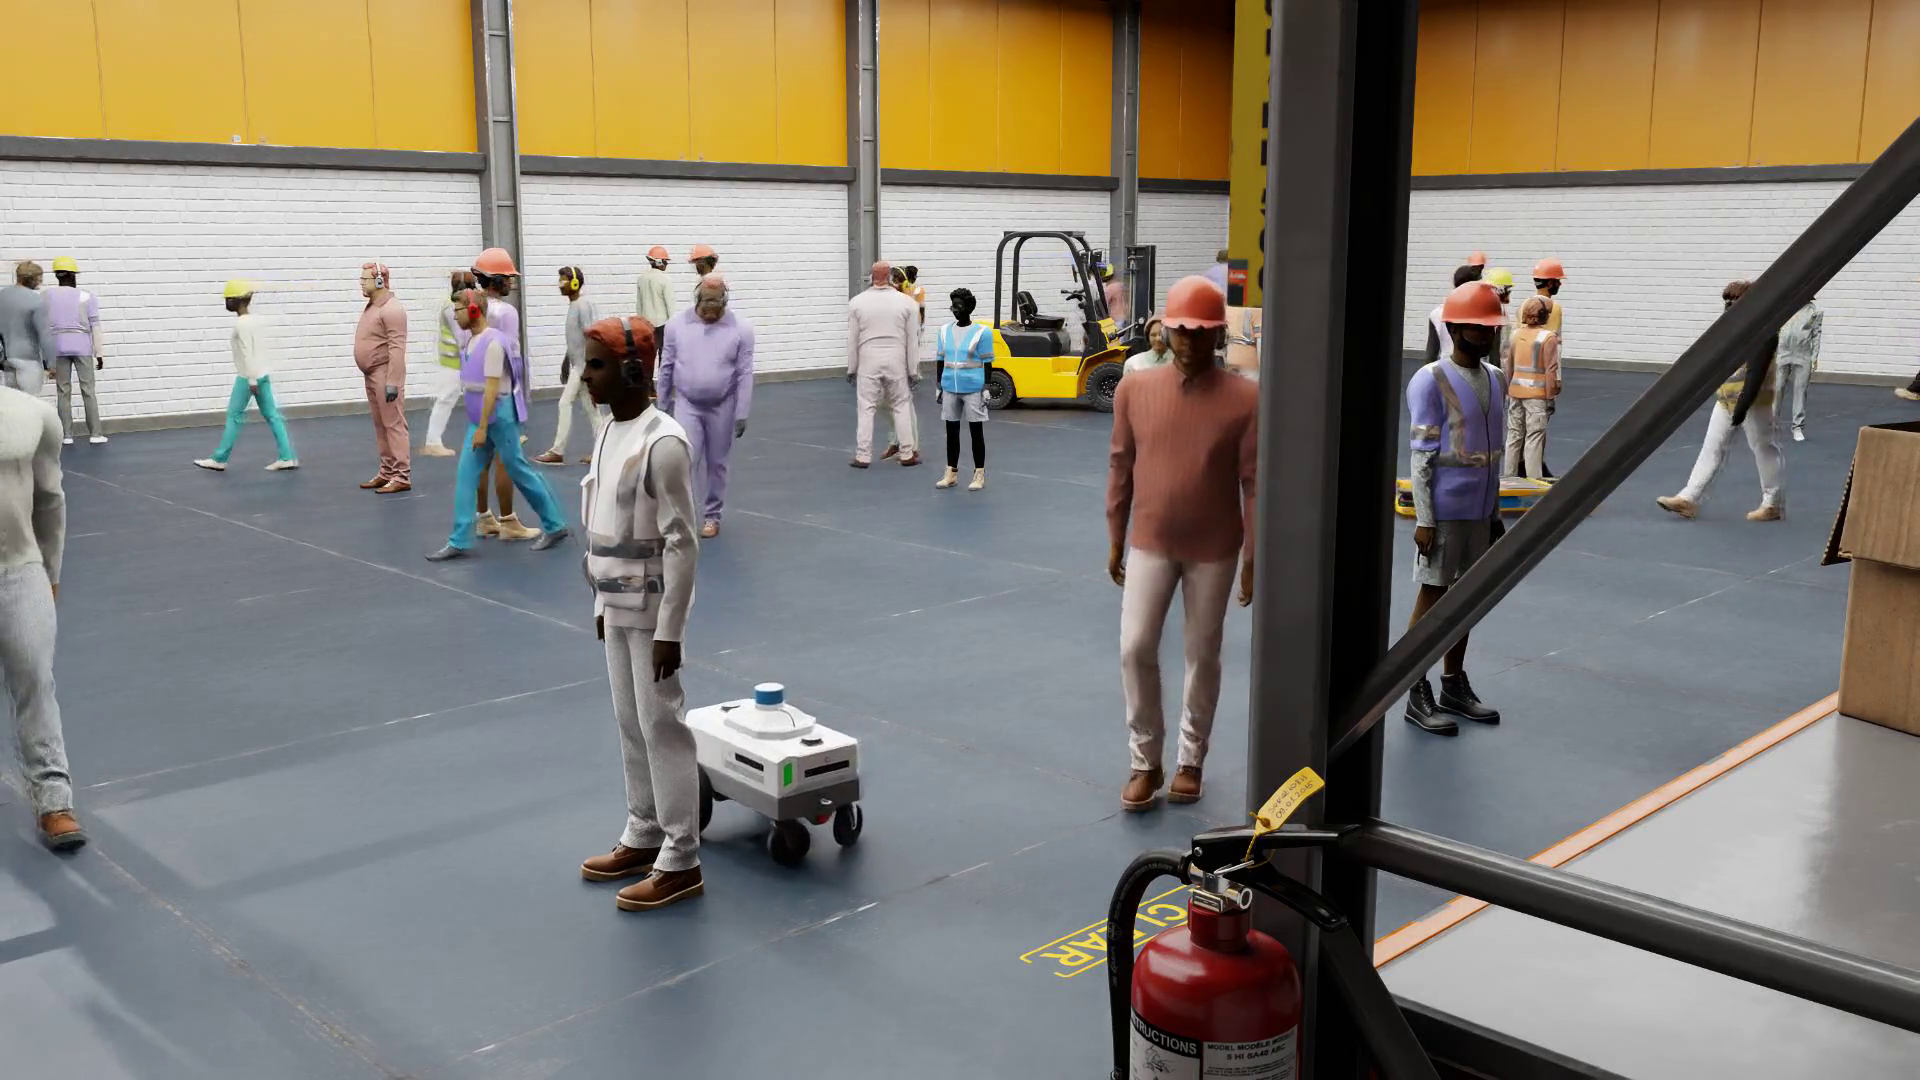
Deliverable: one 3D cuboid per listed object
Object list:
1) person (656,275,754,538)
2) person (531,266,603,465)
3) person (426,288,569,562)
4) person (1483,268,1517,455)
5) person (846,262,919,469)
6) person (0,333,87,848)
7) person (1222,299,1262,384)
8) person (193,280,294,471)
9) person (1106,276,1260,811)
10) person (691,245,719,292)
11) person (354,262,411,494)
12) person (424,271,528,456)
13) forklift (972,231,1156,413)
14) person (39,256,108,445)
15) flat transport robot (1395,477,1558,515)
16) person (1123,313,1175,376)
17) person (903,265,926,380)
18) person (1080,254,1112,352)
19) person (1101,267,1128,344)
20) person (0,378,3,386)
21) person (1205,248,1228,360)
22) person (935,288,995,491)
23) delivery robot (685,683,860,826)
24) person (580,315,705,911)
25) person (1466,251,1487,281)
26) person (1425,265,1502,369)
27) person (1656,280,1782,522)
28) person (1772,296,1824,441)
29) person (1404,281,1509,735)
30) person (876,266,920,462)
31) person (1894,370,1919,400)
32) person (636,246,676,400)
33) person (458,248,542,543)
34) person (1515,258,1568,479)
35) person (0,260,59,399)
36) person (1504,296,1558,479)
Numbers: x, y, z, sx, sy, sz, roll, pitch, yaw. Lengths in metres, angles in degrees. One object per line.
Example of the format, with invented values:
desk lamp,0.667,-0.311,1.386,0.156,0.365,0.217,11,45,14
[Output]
person,-1.772,-0.886,11.505,0.710,1.853,0.898,-1,10,-6
person,-3.653,-1.601,15.408,0.868,1.837,0.565,-4,11,-21
person,-3.091,-0.777,11.080,0.973,1.794,0.563,-9,13,-39
person,5.128,-1.714,16.080,0.521,1.818,0.615,1,10,7
person,-0.719,-1.603,15.328,0.784,1.884,0.409,-2,11,-10
person,-3.503,0.121,5.946,0.634,1.891,1.039,-9,14,-40
person,2.647,-1.623,15.304,0.375,1.925,0.595,-6,12,-28
person,-6.493,-1.468,15.000,0.889,1.725,0.525,-1,10,-5
person,0.811,0.035,6.097,0.631,1.976,0.658,3,11,17
person,-2.869,-2.351,19.091,0.419,2.009,0.647,0,10,2
person,-4.818,-1.344,13.842,0.409,1.908,0.639,-8,13,-36
person,-4.766,-1.699,16.098,0.976,1.789,0.644,-1,10,-4
forklift,1.222,-2.721,20.561,2.313,2.155,1.214,2,11,13
person,-9.056,-1.922,16.945,0.589,1.924,0.384,-3,11,-18
flat transport robot,4.009,-0.344,12.849,1.431,0.197,0.652,-1,10,-4
person,1.332,-0.686,11.006,0.535,1.623,0.432,1,10,4
person,-0.743,-3.213,24.624,0.530,1.689,0.321,5,11,25
person,1.689,-2.812,21.853,0.942,1.920,0.603,1,10,4
person,2.224,-3.242,24.711,0.737,1.708,0.593,4,11,22
person,-7.079,-0.964,11.809,0.506,1.889,0.650,1,10,8
person,4.490,-3.990,28.271,0.636,1.916,0.708,-1,10,-6
person,0.027,-1.258,13.942,0.542,1.695,0.316,5,12,27
delivery robot,-0.666,0.749,5.858,0.477,0.478,0.707,-9,13,-39
person,-1.023,0.231,5.310,0.339,1.882,0.584,-6,12,-31
person,6.656,-2.784,21.658,0.571,1.913,0.780,6,12,31
person,4.093,-1.281,13.535,0.590,1.898,0.816,1,10,6
person,5.744,-1.017,12.358,0.965,1.786,0.657,-1,10,-6
person,8.676,-1.894,17.309,0.484,1.735,0.311,5,12,26
person,2.163,-0.138,7.178,0.545,1.938,0.355,-7,13,-35
person,-0.597,-1.639,15.624,0.496,1.839,0.591,-9,14,-42
person,12.727,-2.788,21.347,0.693,2.000,1.010,-9,13,-39
person,-3.903,-2.800,21.548,0.623,1.989,0.389,7,12,33
person,-3.227,-1.005,11.618,0.609,2.044,0.396,9,14,40
person,4.999,-1.447,14.310,0.364,1.939,0.542,-3,11,-17
person,-8.920,-1.706,15.834,0.653,1.896,0.497,4,11,21
person,4.631,-1.150,13.505,0.314,1.641,0.515,-4,11,-23
